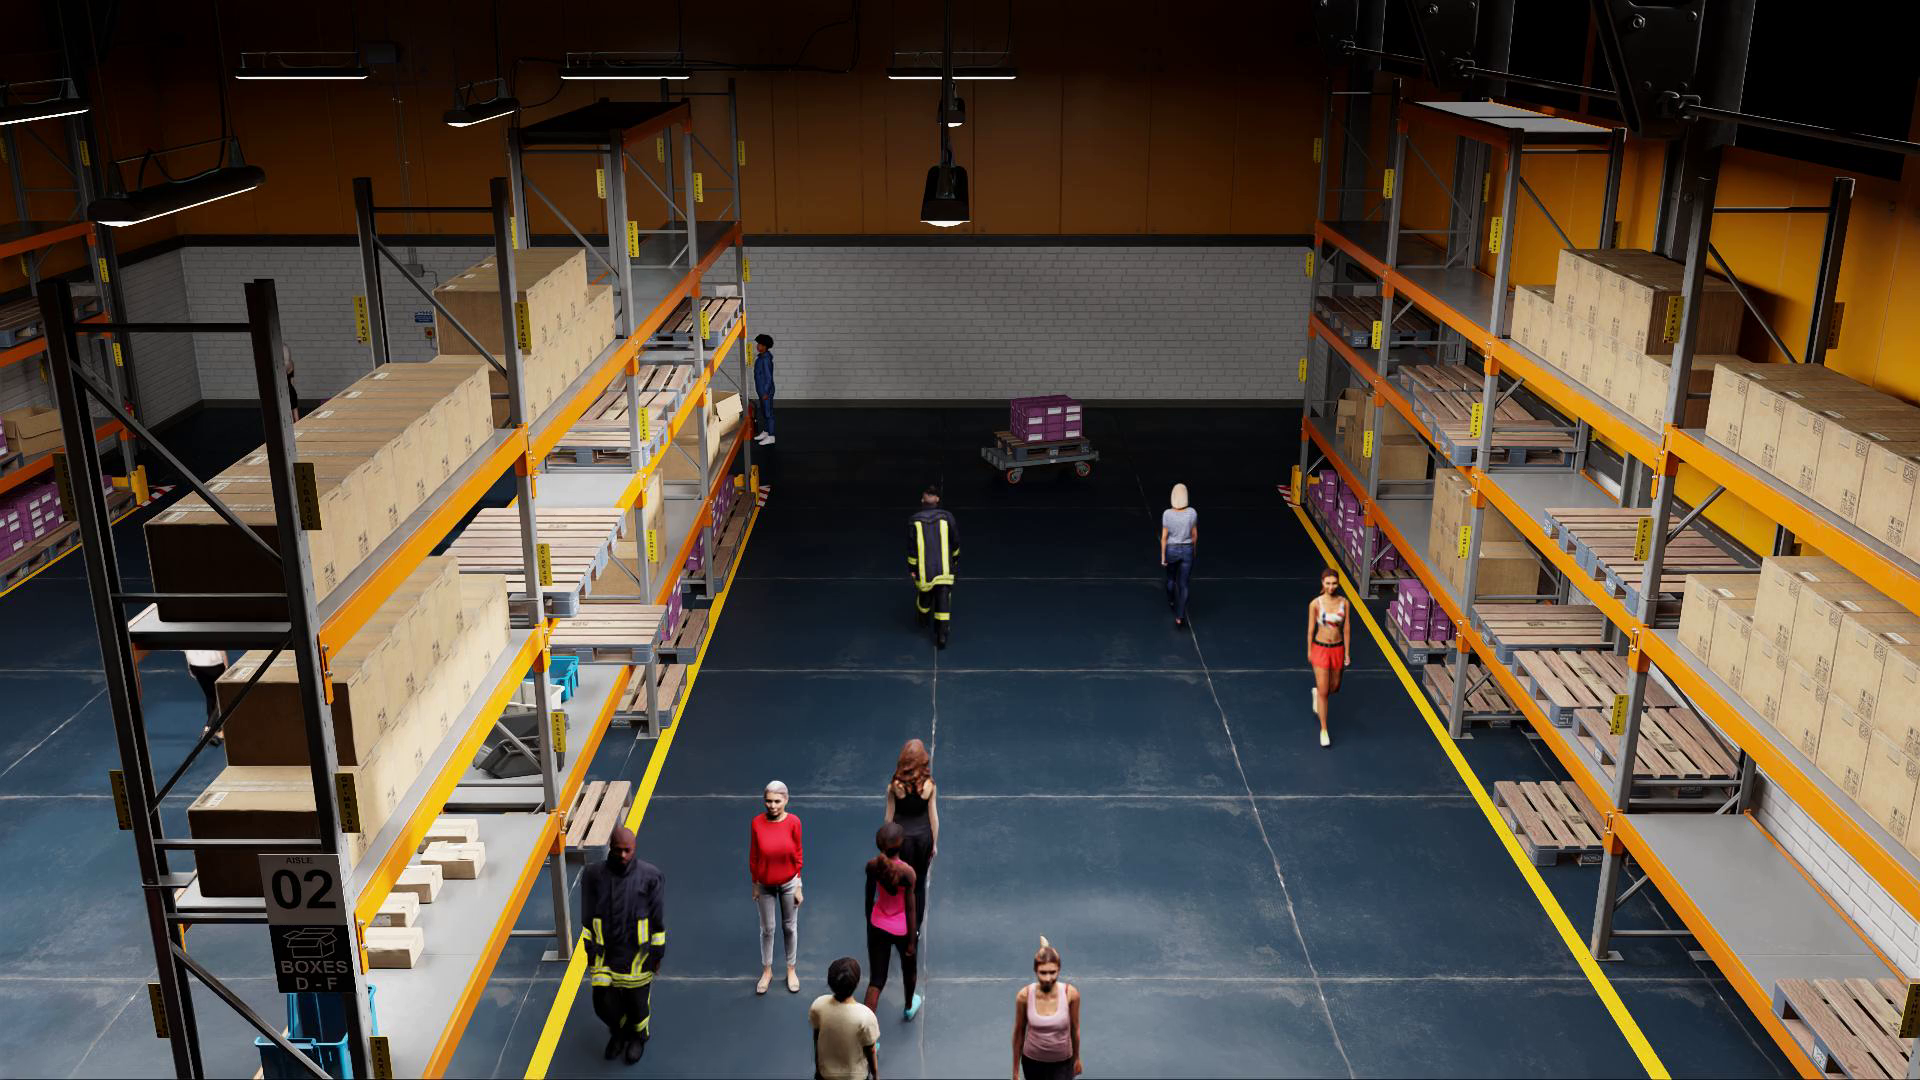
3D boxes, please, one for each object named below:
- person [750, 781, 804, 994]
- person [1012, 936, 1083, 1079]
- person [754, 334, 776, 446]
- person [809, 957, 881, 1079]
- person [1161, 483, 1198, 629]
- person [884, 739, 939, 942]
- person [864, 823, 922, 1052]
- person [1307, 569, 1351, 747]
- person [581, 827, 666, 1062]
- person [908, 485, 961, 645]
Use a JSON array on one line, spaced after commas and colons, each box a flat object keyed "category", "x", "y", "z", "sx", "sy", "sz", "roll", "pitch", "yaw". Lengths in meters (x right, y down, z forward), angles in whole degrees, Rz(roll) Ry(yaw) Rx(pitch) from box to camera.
[{"category": "person", "x": -1.363, "y": 2.575, "z": 12.415, "sx": 0.553, "sy": 1.693, "sz": 0.552, "roll": -1, "pitch": 19, "yaw": -3}, {"category": "person", "x": 0.554, "y": 3.250, "z": 10.536, "sx": 0.653, "sy": 1.615, "sz": 0.987, "roll": 2, "pitch": 19, "yaw": 5}, {"category": "person", "x": -3.193, "y": -2.491, "z": 27.276, "sx": 0.804, "sy": 1.811, "sz": 0.645, "roll": -7, "pitch": 20, "yaw": -19}, {"category": "person", "x": -0.744, "y": 3.343, "z": 10.321, "sx": 0.675, "sy": 1.575, "sz": 0.675, "roll": 7, "pitch": 20, "yaw": 20}, {"category": "person", "x": 2.579, "y": 0.213, "z": 19.462, "sx": 0.642, "sy": 1.672, "sz": 1.097, "roll": 2, "pitch": 19, "yaw": 5}, {"category": "person", "x": -0.373, "y": 2.393, "z": 12.894, "sx": 0.689, "sy": 1.732, "sz": 0.878, "roll": -3, "pitch": 19, "yaw": -10}, {"category": "person", "x": -0.526, "y": 2.818, "z": 11.704, "sx": 0.838, "sy": 1.687, "sz": 1.181, "roll": 7, "pitch": 20, "yaw": 19}, {"category": "person", "x": 3.671, "y": 1.112, "z": 16.636, "sx": 0.583, "sy": 1.772, "sz": 1.015, "roll": 0, "pitch": 19, "yaw": 0}, {"category": "person", "x": -2.335, "y": 2.773, "z": 11.647, "sx": 0.728, "sy": 1.808, "sz": 0.715, "roll": 0, "pitch": 19, "yaw": 0}, {"category": "person", "x": -0.286, "y": 0.301, "z": 18.961, "sx": 0.777, "sy": 1.826, "sz": 1.120, "roll": -1, "pitch": 19, "yaw": -2}]
